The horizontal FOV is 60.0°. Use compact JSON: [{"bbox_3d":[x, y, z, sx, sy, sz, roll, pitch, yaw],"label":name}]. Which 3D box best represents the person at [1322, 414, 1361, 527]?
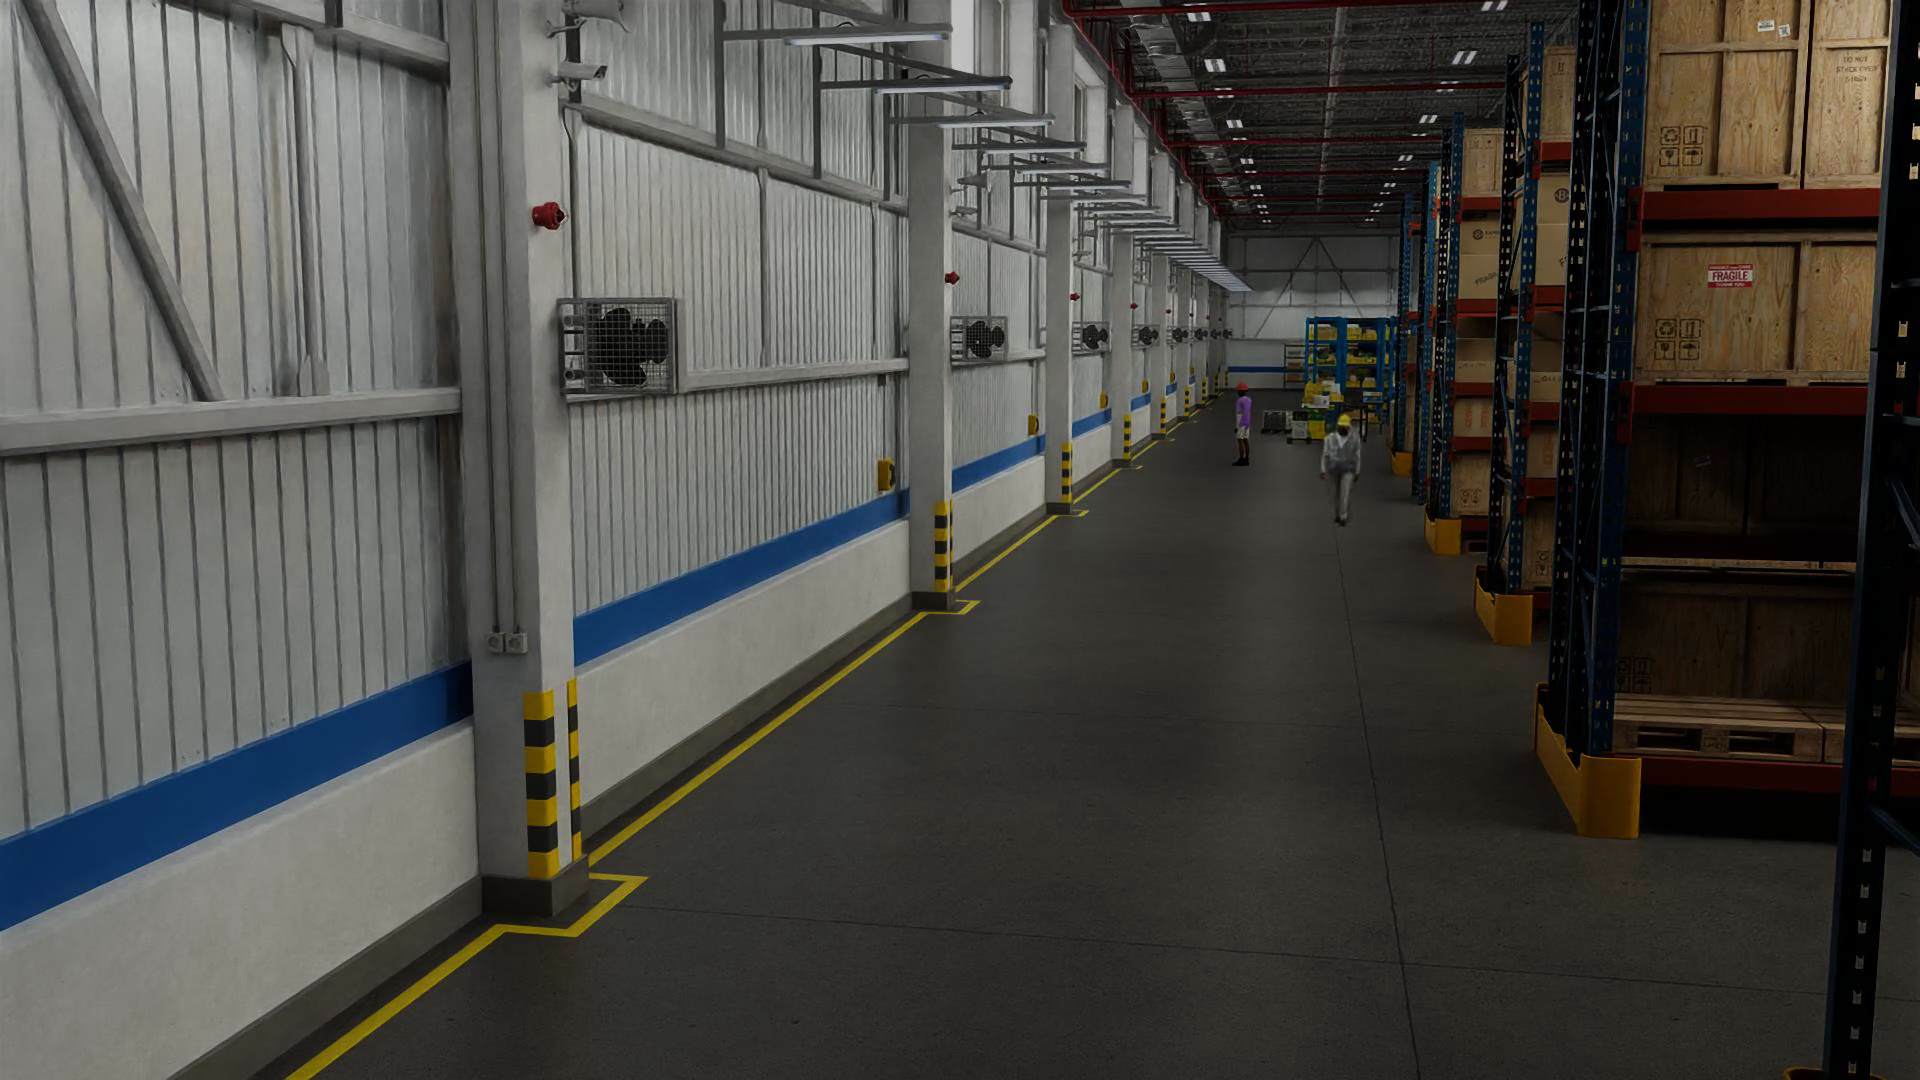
[{"bbox_3d":[6.131,-1.131,26.709,0.590,1.807,0.834,3,8,21],"label":"person"}]

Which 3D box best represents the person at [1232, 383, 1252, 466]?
[{"bbox_3d":[6.545,-2.683,38.608,0.352,1.940,0.545,6,9,39],"label":"person"}]

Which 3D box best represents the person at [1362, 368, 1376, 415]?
[{"bbox_3d":[14.791,-5.286,60.008,0.870,1.796,0.598,2,7,13],"label":"person"}]
